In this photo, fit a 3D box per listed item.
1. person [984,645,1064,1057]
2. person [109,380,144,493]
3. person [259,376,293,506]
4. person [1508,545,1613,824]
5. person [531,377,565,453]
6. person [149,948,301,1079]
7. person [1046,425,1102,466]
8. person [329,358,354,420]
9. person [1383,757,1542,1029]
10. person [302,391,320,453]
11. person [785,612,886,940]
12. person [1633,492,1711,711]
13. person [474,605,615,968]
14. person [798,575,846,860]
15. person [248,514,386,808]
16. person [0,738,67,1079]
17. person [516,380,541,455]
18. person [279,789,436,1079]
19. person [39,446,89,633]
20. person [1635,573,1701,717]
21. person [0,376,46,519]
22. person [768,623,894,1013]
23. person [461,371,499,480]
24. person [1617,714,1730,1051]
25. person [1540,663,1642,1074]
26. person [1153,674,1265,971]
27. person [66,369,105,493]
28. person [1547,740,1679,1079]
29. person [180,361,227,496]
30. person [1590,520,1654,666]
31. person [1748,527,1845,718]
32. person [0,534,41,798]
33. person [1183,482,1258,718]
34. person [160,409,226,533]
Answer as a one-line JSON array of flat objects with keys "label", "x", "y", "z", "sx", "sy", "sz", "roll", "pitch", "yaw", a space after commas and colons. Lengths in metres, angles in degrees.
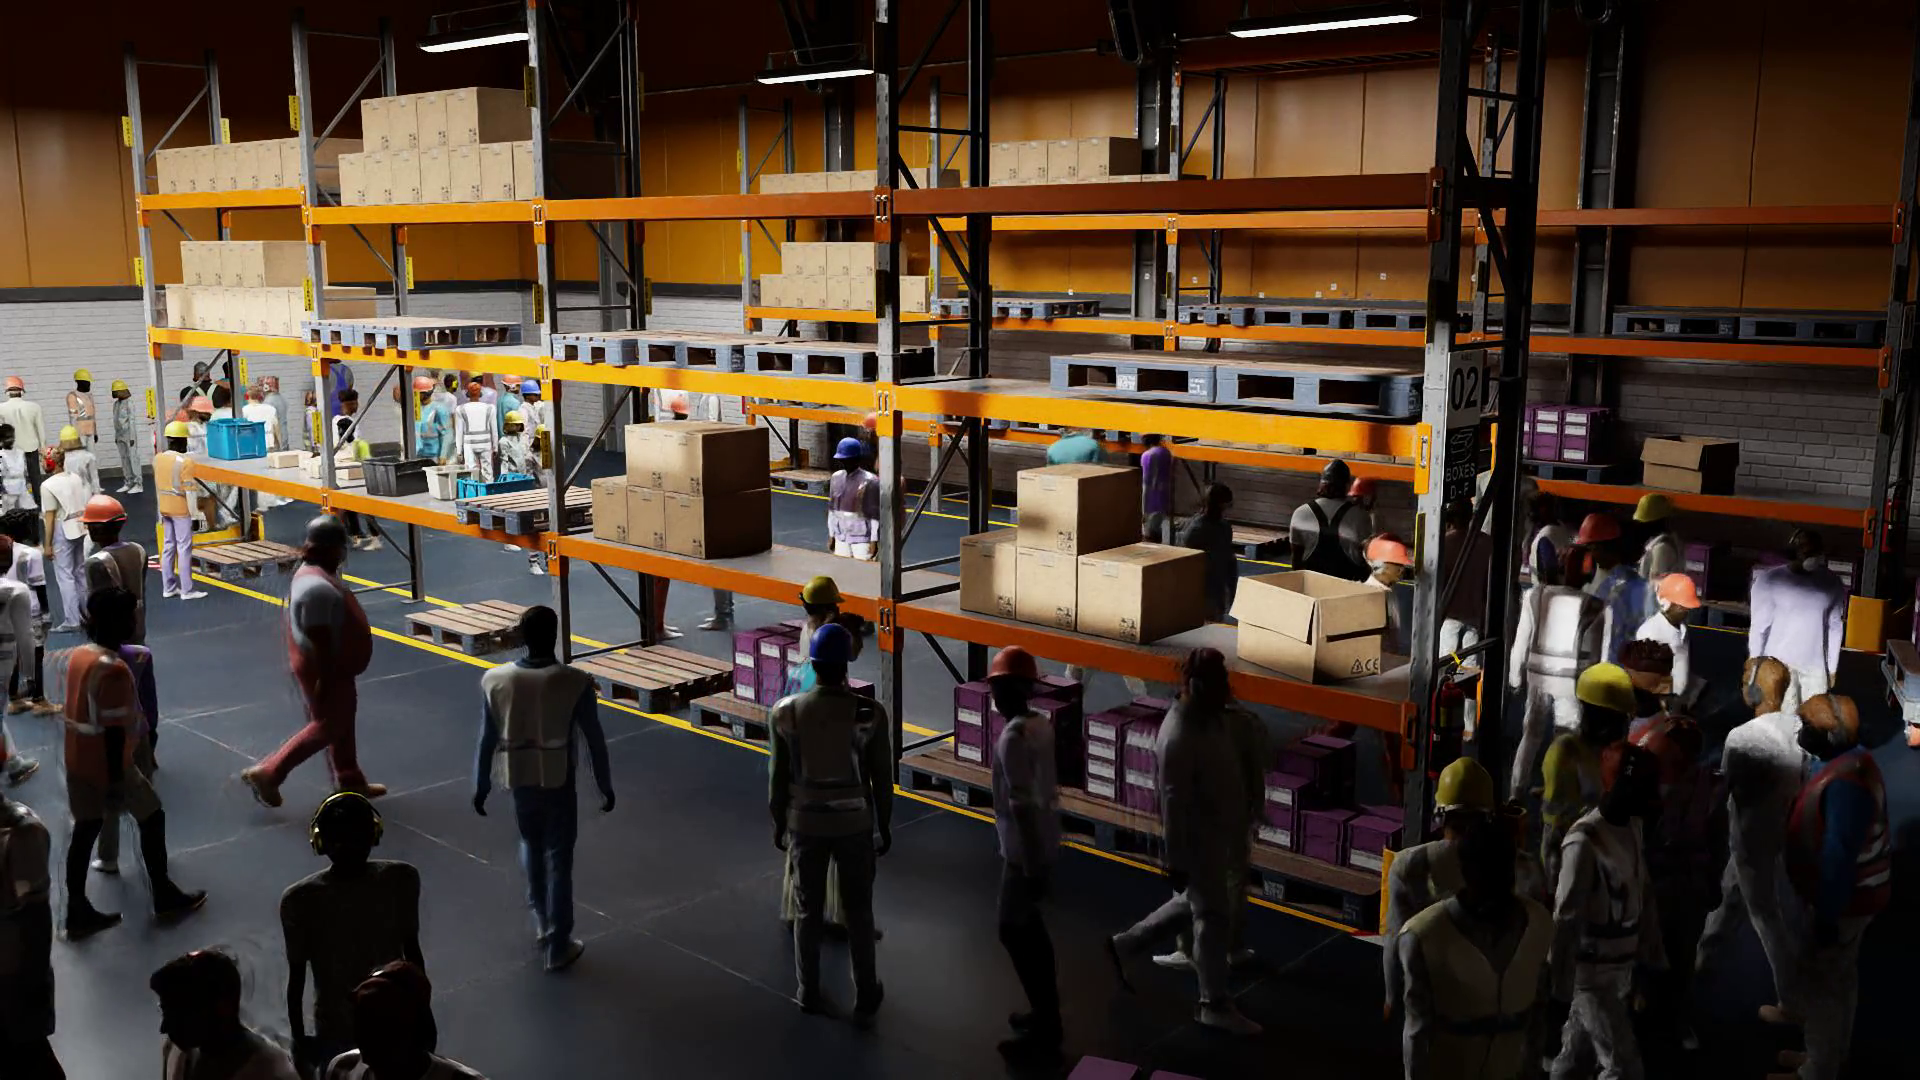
[{"label": "person", "x": 0.300, "y": 1.454, "z": 7.900, "sx": 0.499, "sy": 1.888, "sz": 0.602, "roll": 3, "pitch": 11, "yaw": 19}, {"label": "person", "x": -12.809, "y": -1.582, "z": 25.494, "sx": 0.484, "sy": 1.738, "sz": 0.320, "roll": 6, "pitch": 12, "yaw": 32}, {"label": "person", "x": -10.028, "y": -1.443, "z": 24.272, "sx": 0.396, "sy": 1.901, "sz": 0.651, "roll": -1, "pitch": 10, "yaw": -3}, {"label": "person", "x": 3.861, "y": 0.960, "z": 10.787, "sx": 0.626, "sy": 1.864, "sz": 0.559, "roll": 7, "pitch": 12, "yaw": 36}, {"label": "person", "x": -7.235, "y": -2.140, "z": 28.974, "sx": 0.577, "sy": 1.622, "sz": 0.498, "roll": -1, "pitch": 10, "yaw": -8}, {"label": "person", "x": -2.157, "y": 2.050, "z": 4.824, "sx": 0.567, "sy": 1.784, "sz": 0.948, "roll": 9, "pitch": 13, "yaw": 40}, {"label": "person", "x": 1.368, "y": -0.482, "z": 18.916, "sx": 0.765, "sy": 1.873, "sz": 0.396, "roll": 4, "pitch": 11, "yaw": 23}, {"label": "person", "x": -11.051, "y": -2.407, "z": 29.301, "sx": 0.537, "sy": 2.000, "sz": 0.682, "roll": 6, "pitch": 12, "yaw": 31}, {"label": "person", "x": 1.927, "y": 1.736, "z": 6.461, "sx": 0.587, "sy": 1.833, "sz": 0.404, "roll": 0, "pitch": 10, "yaw": 2}, {"label": "person", "x": -9.643, "y": -1.408, "z": 24.825, "sx": 0.314, "sy": 1.632, "sz": 0.523, "roll": -2, "pitch": 10, "yaw": -13}, {"label": "person", "x": -0.656, "y": 1.288, "z": 9.050, "sx": 0.700, "sy": 1.810, "sz": 0.596, "roll": 0, "pitch": 10, "yaw": -1}, {"label": "person", "x": 5.566, "y": 0.544, "z": 13.097, "sx": 0.623, "sy": 1.876, "sz": 0.618, "roll": 4, "pitch": 11, "yaw": 21}, {"label": "person", "x": -2.213, "y": 1.292, "z": 8.840, "sx": 0.738, "sy": 1.876, "sz": 0.620, "roll": 1, "pitch": 10, "yaw": 3}, {"label": "person", "x": -0.855, "y": 1.089, "z": 10.311, "sx": 0.313, "sy": 1.769, "sz": 0.525, "roll": -2, "pitch": 10, "yaw": -11}, {"label": "person", "x": -4.333, "y": 0.807, "z": 11.126, "sx": 0.784, "sy": 2.000, "sz": 0.696, "roll": -4, "pitch": 11, "yaw": -19}, {"label": "person", "x": -3.841, "y": 1.661, "z": 6.632, "sx": 0.548, "sy": 1.929, "sz": 0.389, "roll": 6, "pitch": 12, "yaw": 30}, {"label": "person", "x": -5.908, "y": -1.225, "z": 22.875, "sx": 0.400, "sy": 1.949, "sz": 0.605, "roll": 0, "pitch": 10, "yaw": 0}, {"label": "person", "x": -2.175, "y": 1.797, "z": 6.059, "sx": 0.502, "sy": 1.861, "sz": 0.328, "roll": -7, "pitch": 12, "yaw": -33}, {"label": "person", "x": -8.763, "y": -0.007, "z": 16.327, "sx": 0.388, "sy": 1.836, "sz": 0.562, "roll": 0, "pitch": 10, "yaw": 2}, {"label": "person", "x": 4.477, "y": 1.036, "z": 10.706, "sx": 0.499, "sy": 1.730, "sz": 0.568, "roll": 9, "pitch": 14, "yaw": 43}, {"label": "person", "x": -12.963, "y": -1.261, "z": 22.957, "sx": 0.623, "sy": 1.989, "sz": 0.399, "roll": -7, "pitch": 12, "yaw": -35}, {"label": "person", "x": -0.631, "y": 1.370, "z": 8.206, "sx": 0.612, "sy": 1.946, "sz": 0.405, "roll": 1, "pitch": 10, "yaw": 3}, {"label": "person", "x": -7.623, "y": -1.814, "z": 26.411, "sx": 0.582, "sy": 1.888, "sz": 0.880, "roll": -2, "pitch": 10, "yaw": -11}, {"label": "person", "x": 3.317, "y": 1.602, "z": 7.806, "sx": 0.520, "sy": 1.630, "sz": 0.323, "roll": 1, "pitch": 10, "yaw": 5}, {"label": "person", "x": 2.864, "y": 1.490, "z": 7.601, "sx": 0.593, "sy": 1.923, "sz": 0.389, "roll": -9, "pitch": 13, "yaw": -41}, {"label": "person", "x": 1.302, "y": 1.455, "z": 8.681, "sx": 0.603, "sy": 1.619, "sz": 0.352, "roll": -1, "pitch": 10, "yaw": -3}, {"label": "person", "x": -13.366, "y": -1.657, "z": 25.410, "sx": 0.394, "sy": 1.918, "sz": 0.588, "roll": 1, "pitch": 10, "yaw": 4}, {"label": "person", "x": 2.573, "y": 1.706, "z": 6.555, "sx": 0.620, "sy": 1.857, "sz": 0.578, "roll": 7, "pitch": 12, "yaw": 35}, {"label": "person", "x": -11.501, "y": -1.705, "z": 25.331, "sx": 0.689, "sy": 2.000, "sz": 0.537, "roll": -7, "pitch": 12, "yaw": -36}, {"label": "person", "x": 4.464, "y": 0.810, "z": 11.422, "sx": 0.691, "sy": 1.923, "sz": 0.607, "roll": -3, "pitch": 10, "yaw": -15}, {"label": "person", "x": 5.647, "y": 0.835, "z": 11.350, "sx": 0.637, "sy": 1.925, "sz": 0.734, "roll": -1, "pitch": 10, "yaw": -4}, {"label": "person", "x": -6.571, "y": 0.870, "z": 11.380, "sx": 0.600, "sy": 1.829, "sz": 0.905, "roll": 2, "pitch": 10, "yaw": 10}, {"label": "person", "x": 2.119, "y": 0.498, "z": 13.235, "sx": 0.825, "sy": 1.909, "sz": 0.645, "roll": 6, "pitch": 12, "yaw": 32}, {"label": "person", "x": -9.978, "y": -0.841, "z": 21.392, "sx": 0.553, "sy": 1.694, "sz": 0.833, "roll": 6, "pitch": 12, "yaw": 30}]
